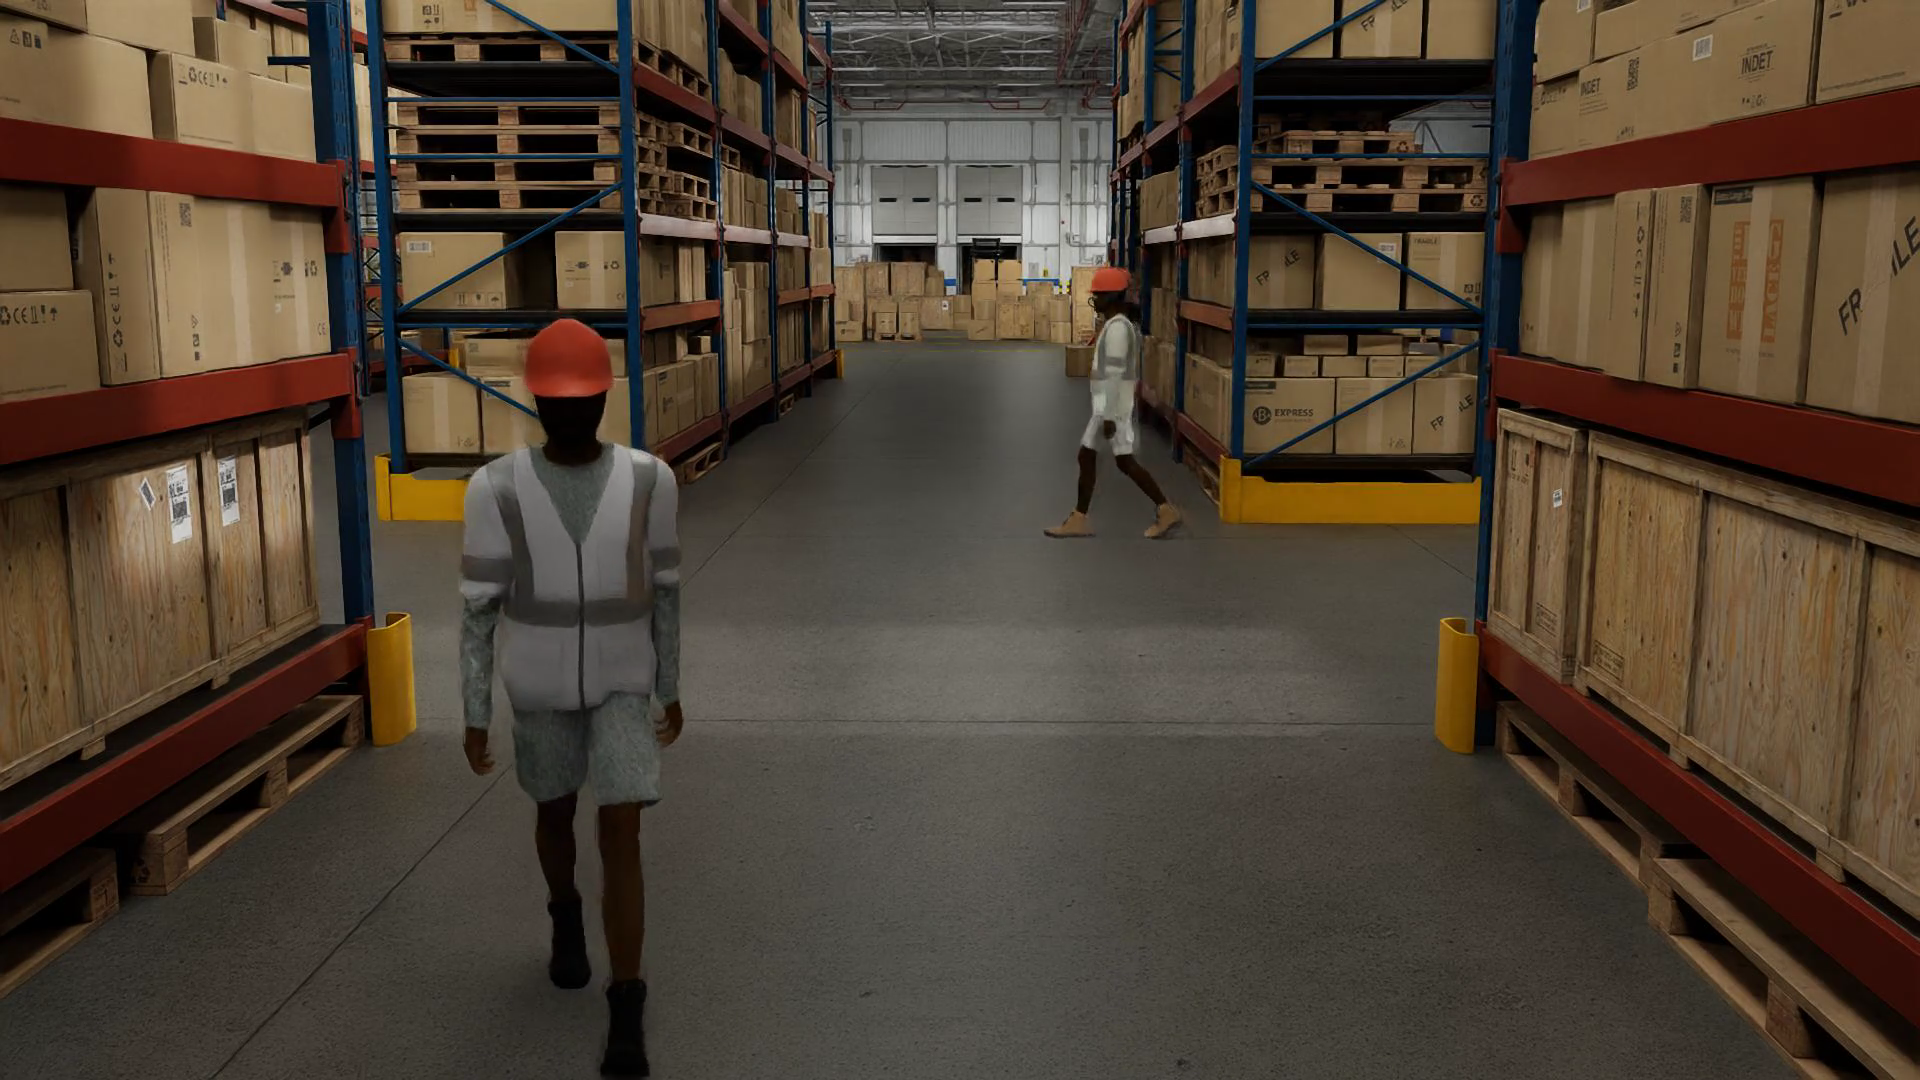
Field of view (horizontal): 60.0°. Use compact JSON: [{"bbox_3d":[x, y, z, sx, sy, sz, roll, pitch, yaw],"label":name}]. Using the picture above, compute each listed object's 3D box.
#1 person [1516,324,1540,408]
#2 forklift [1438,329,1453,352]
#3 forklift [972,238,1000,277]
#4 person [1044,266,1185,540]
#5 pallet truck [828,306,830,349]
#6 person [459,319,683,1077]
[{"bbox_3d":[5.011,-1.234,14.193,0.646,1.792,0.953,0,9,-1],"label":"person"},{"bbox_3d":[11.277,-5.456,36.242,1.129,2.768,1.873,0,9,-2],"label":"forklift"},{"bbox_3d":[0.870,-8.589,55.008,1.129,2.768,1.873,0,9,1],"label":"forklift"},{"bbox_3d":[1.160,-0.984,12.094,0.995,2.007,0.618,0,9,1],"label":"person"},{"bbox_3d":[-3.100,-3.940,29.800,1.885,1.965,0.823,3,10,19],"label":"pallet truck"},{"bbox_3d":[-1.004,0.370,4.342,0.571,1.880,1.014,-2,10,-14],"label":"person"}]
